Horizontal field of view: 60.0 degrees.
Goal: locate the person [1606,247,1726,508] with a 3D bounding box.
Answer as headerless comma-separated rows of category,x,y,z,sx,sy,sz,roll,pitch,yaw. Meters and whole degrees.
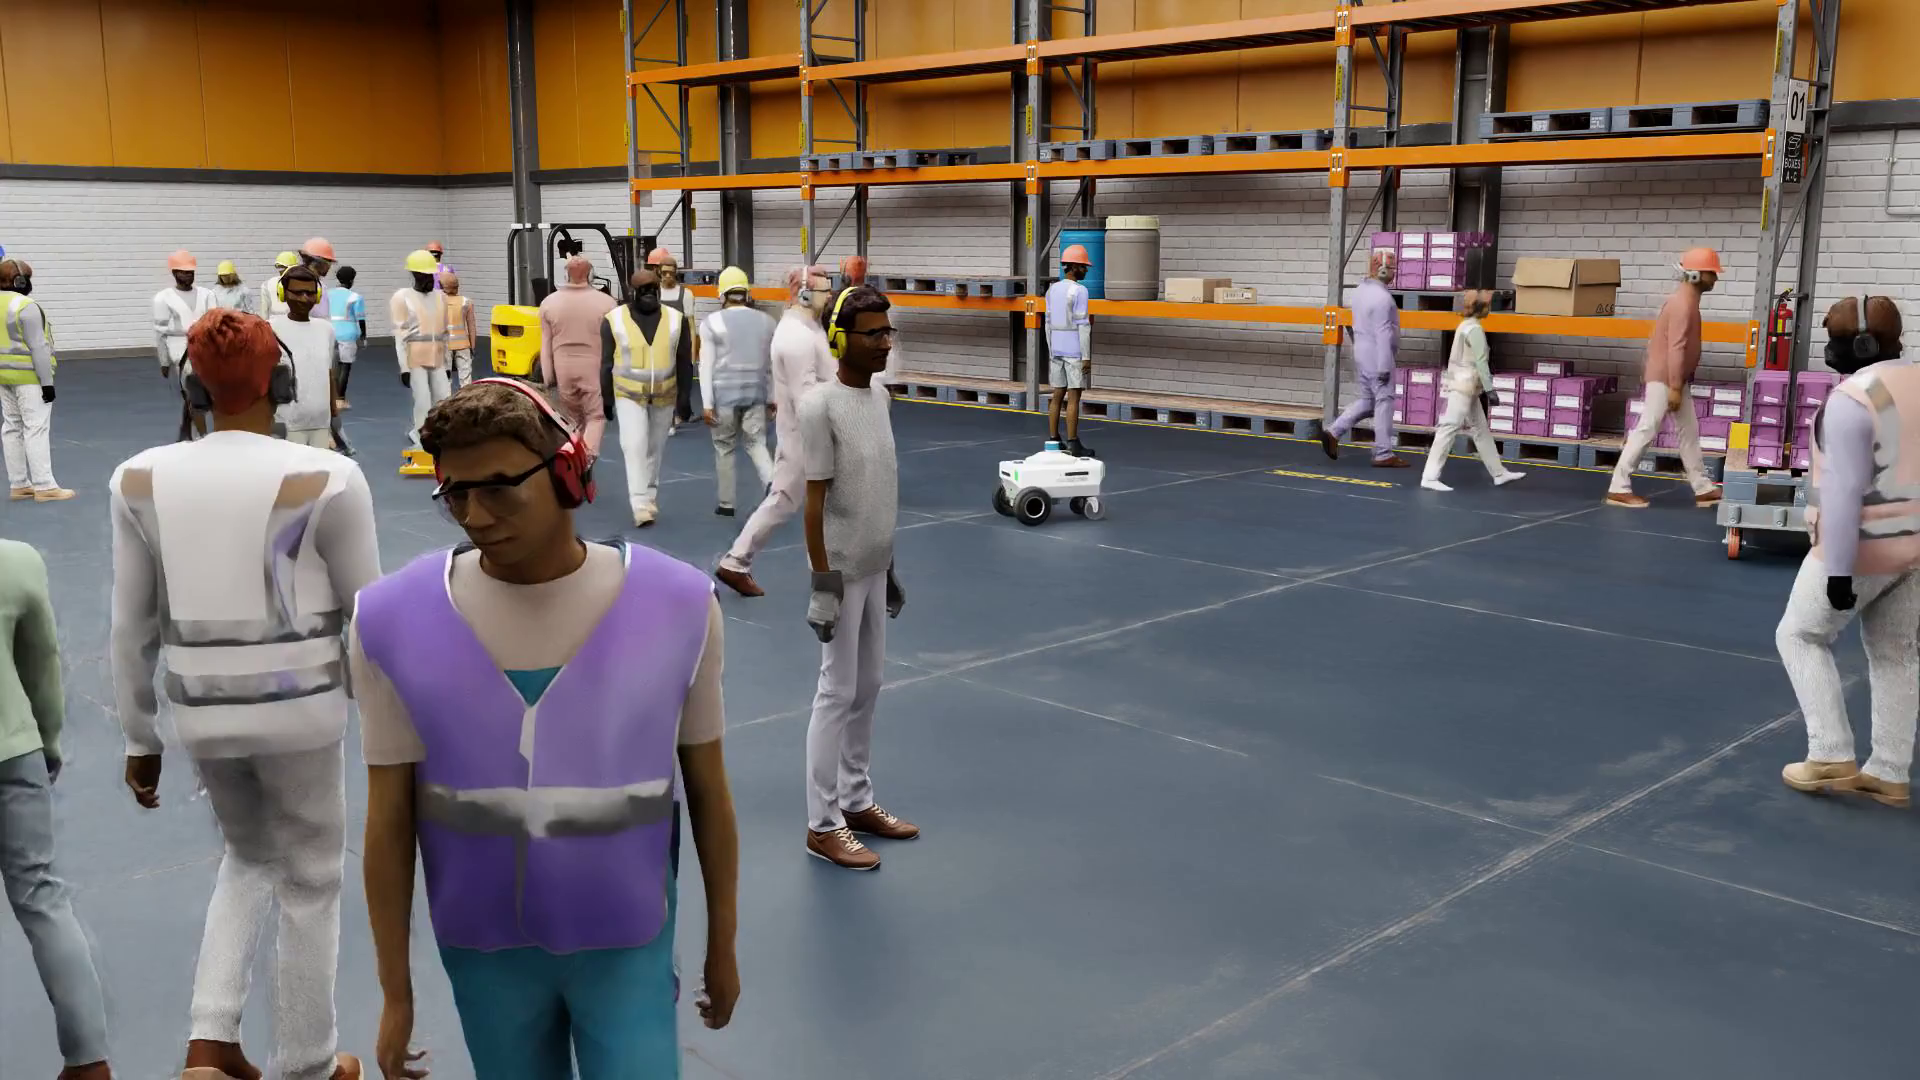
person,5.307,-1.176,12.255,0.958,1.932,0.637,6,12,28

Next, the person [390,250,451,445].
person,-4.642,-1.540,14.339,0.549,1.902,0.592,7,12,33

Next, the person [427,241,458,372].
person,-7.755,-3.457,24.705,0.543,1.928,0.371,-3,11,-14

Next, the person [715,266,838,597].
person,-0.899,-0.590,9.278,0.986,1.872,0.645,0,10,1

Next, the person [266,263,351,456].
person,-3.711,-0.625,9.438,0.329,1.865,0.518,7,12,32

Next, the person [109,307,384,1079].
person,-1.554,0.415,3.753,0.599,1.867,0.412,1,10,8

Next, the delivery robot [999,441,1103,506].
delivery robot,0.653,-0.459,11.846,0.707,0.478,0.477,-4,11,-20

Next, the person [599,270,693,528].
person,-2.207,-1.007,11.774,0.630,1.788,0.940,-5,11,-24

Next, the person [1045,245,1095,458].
person,1.022,-1.721,15.223,0.370,1.931,0.552,-7,13,-34

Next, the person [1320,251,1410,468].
person,3.572,-1.562,14.458,0.685,1.890,0.657,-1,10,-8

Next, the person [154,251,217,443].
person,-7.147,-1.735,15.456,1.029,1.890,0.549,8,13,37

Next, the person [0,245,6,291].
person,-13.125,-3.104,22.838,0.633,1.896,0.980,1,10,5

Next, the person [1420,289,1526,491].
person,4.074,-1.165,13.120,0.861,1.595,0.533,2,11,10

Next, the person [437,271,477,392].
person,-5.388,-2.019,17.655,0.515,1.639,0.308,-5,12,-25

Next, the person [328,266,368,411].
person,-7.114,-2.328,19.241,0.553,1.660,0.519,2,11,13

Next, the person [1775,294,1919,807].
person,3.199,0.044,5.916,0.648,1.815,0.523,-5,12,-25

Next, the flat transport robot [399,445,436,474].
flat transport robot,-4.394,-0.759,14.512,0.652,0.197,1.431,-1,10,-5

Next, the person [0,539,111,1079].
person,-2.325,0.532,3.899,0.880,1.586,0.524,7,12,33

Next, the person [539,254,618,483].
person,-2.995,-1.310,13.150,0.654,1.880,0.831,1,10,3

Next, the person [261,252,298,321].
person,-7.898,-2.478,19.630,0.599,1.827,0.403,1,10,4

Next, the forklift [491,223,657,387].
forklift,-5.316,-3.263,22.920,2.313,2.155,1.214,-10,14,-44

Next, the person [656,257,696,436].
person,-2.963,-1.993,17.060,0.509,1.819,0.845,-1,10,-8

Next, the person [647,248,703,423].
person,-3.278,-2.220,18.081,0.984,1.895,0.566,3,11,14

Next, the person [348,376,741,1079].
person,-0.636,0.648,2.636,0.575,1.818,0.456,-1,10,-6

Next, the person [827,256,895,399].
person,-0.767,-1.216,12.653,0.412,1.866,0.615,7,12,32

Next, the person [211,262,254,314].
person,-9.048,-2.600,20.670,0.499,1.689,0.924,-1,10,-6

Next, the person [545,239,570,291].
person,-6.366,-3.866,26.853,0.608,1.957,0.390,1,10,6

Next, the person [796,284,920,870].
person,-0.327,0.118,5.397,0.313,1.860,0.538,5,11,24

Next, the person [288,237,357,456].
person,-5.831,-1.703,14.951,0.576,2.032,0.653,-9,14,-40

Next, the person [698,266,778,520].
person,-1.520,-1.006,11.677,0.603,1.810,0.709,-6,12,-30

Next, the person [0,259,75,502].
person,-7.129,-1.211,12.694,0.627,1.844,0.429,5,12,26
